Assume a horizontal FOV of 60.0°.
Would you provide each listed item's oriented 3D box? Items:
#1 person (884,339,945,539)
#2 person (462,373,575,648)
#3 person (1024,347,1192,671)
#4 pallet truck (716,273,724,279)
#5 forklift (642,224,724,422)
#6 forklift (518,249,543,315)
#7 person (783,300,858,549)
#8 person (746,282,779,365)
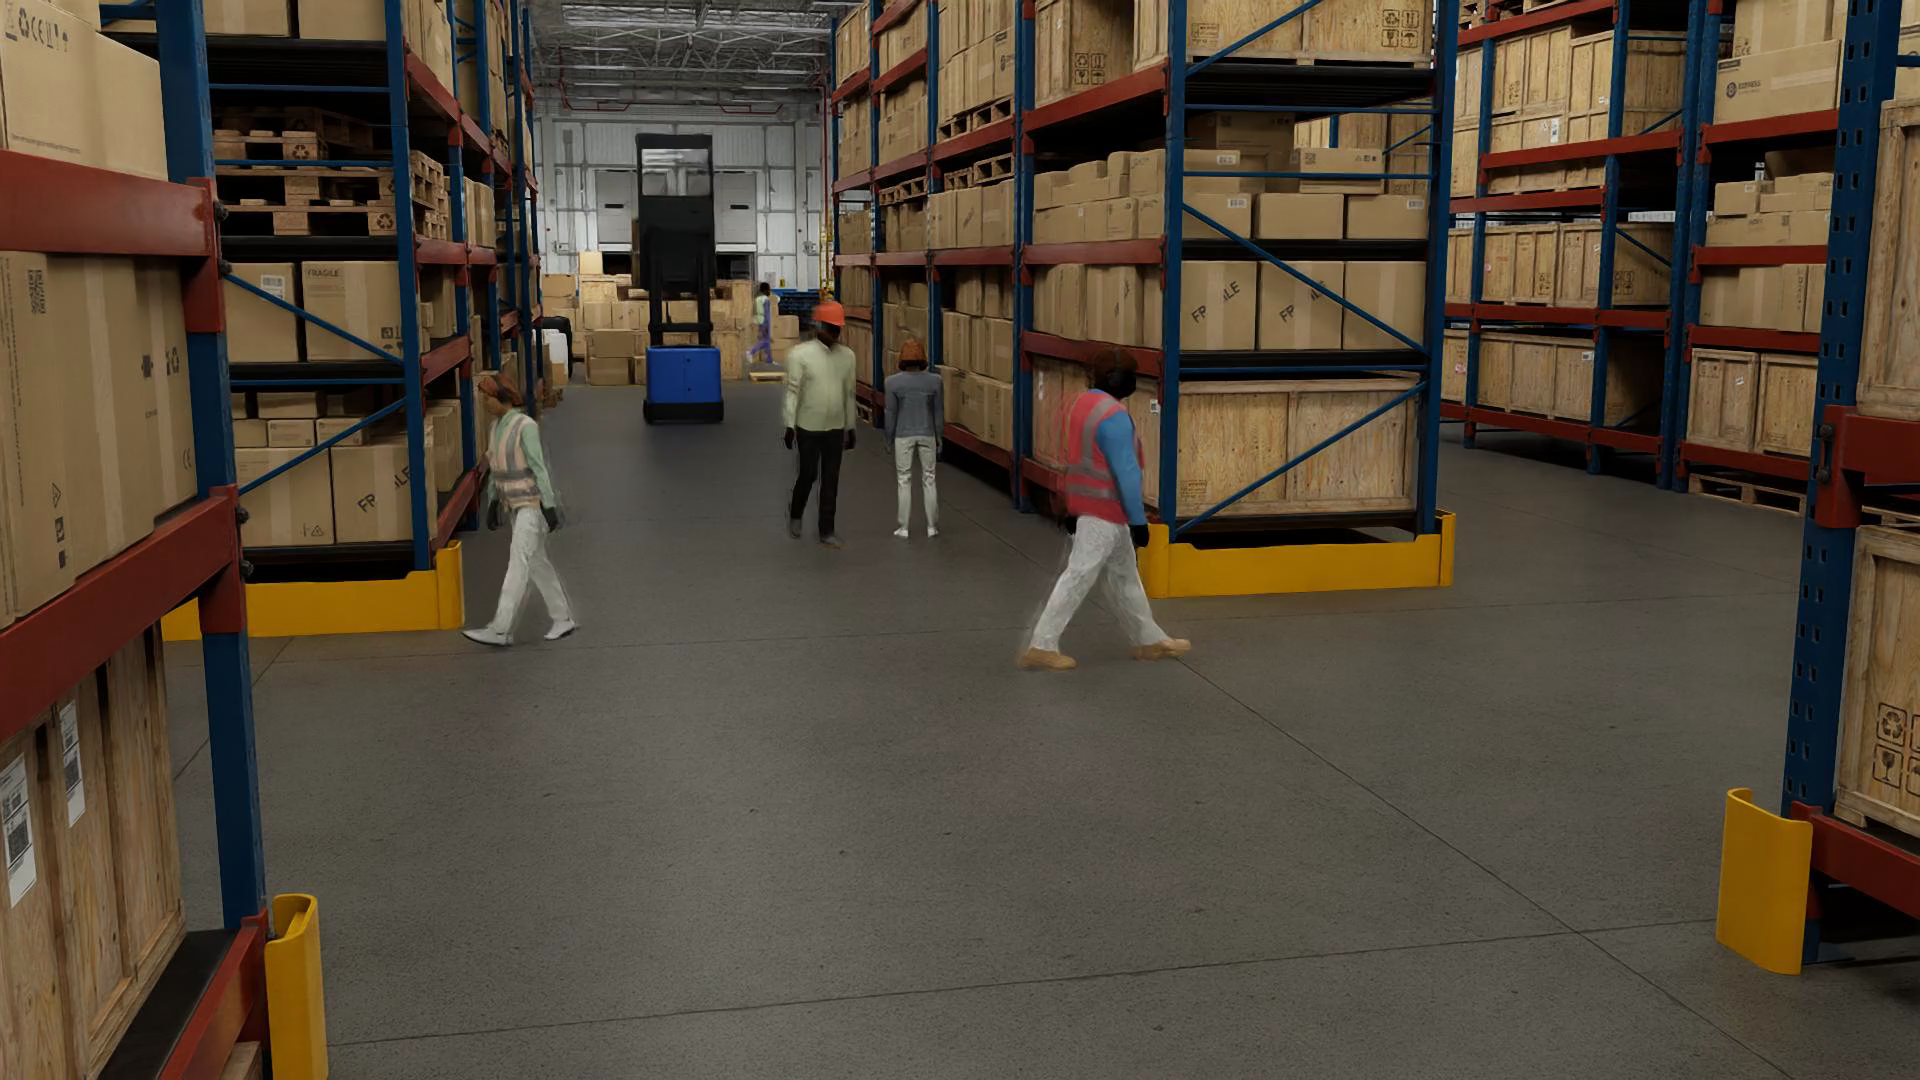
[{"bbox_3d":[-0.374,-0.823,13.630,0.498,1.633,0.285,-2,9,-10],"label":"person"},{"bbox_3d":[-2.597,-0.174,9.758,0.744,1.593,0.582,-8,12,-41],"label":"person"},{"bbox_3d":[0.805,-0.164,9.166,1.000,1.791,0.637,-2,9,-10],"label":"person"},{"bbox_3d":[-8.580,-8.986,62.280,1.885,1.965,0.823,1,9,5],"label":"pallet truck"},{"bbox_3d":[-4.049,-3.160,24.086,1.129,2.768,1.873,-2,10,-12],"label":"forklift"},{"bbox_3d":[-14.410,-8.377,55.886,1.873,2.768,1.129,3,10,19],"label":"forklift"},{"bbox_3d":[-1.124,-0.927,13.264,0.644,1.972,0.602,-6,11,-31],"label":"person"},{"bbox_3d":[-4.484,-4.890,37.632,0.754,1.900,0.595,-5,10,-26],"label":"person"}]
